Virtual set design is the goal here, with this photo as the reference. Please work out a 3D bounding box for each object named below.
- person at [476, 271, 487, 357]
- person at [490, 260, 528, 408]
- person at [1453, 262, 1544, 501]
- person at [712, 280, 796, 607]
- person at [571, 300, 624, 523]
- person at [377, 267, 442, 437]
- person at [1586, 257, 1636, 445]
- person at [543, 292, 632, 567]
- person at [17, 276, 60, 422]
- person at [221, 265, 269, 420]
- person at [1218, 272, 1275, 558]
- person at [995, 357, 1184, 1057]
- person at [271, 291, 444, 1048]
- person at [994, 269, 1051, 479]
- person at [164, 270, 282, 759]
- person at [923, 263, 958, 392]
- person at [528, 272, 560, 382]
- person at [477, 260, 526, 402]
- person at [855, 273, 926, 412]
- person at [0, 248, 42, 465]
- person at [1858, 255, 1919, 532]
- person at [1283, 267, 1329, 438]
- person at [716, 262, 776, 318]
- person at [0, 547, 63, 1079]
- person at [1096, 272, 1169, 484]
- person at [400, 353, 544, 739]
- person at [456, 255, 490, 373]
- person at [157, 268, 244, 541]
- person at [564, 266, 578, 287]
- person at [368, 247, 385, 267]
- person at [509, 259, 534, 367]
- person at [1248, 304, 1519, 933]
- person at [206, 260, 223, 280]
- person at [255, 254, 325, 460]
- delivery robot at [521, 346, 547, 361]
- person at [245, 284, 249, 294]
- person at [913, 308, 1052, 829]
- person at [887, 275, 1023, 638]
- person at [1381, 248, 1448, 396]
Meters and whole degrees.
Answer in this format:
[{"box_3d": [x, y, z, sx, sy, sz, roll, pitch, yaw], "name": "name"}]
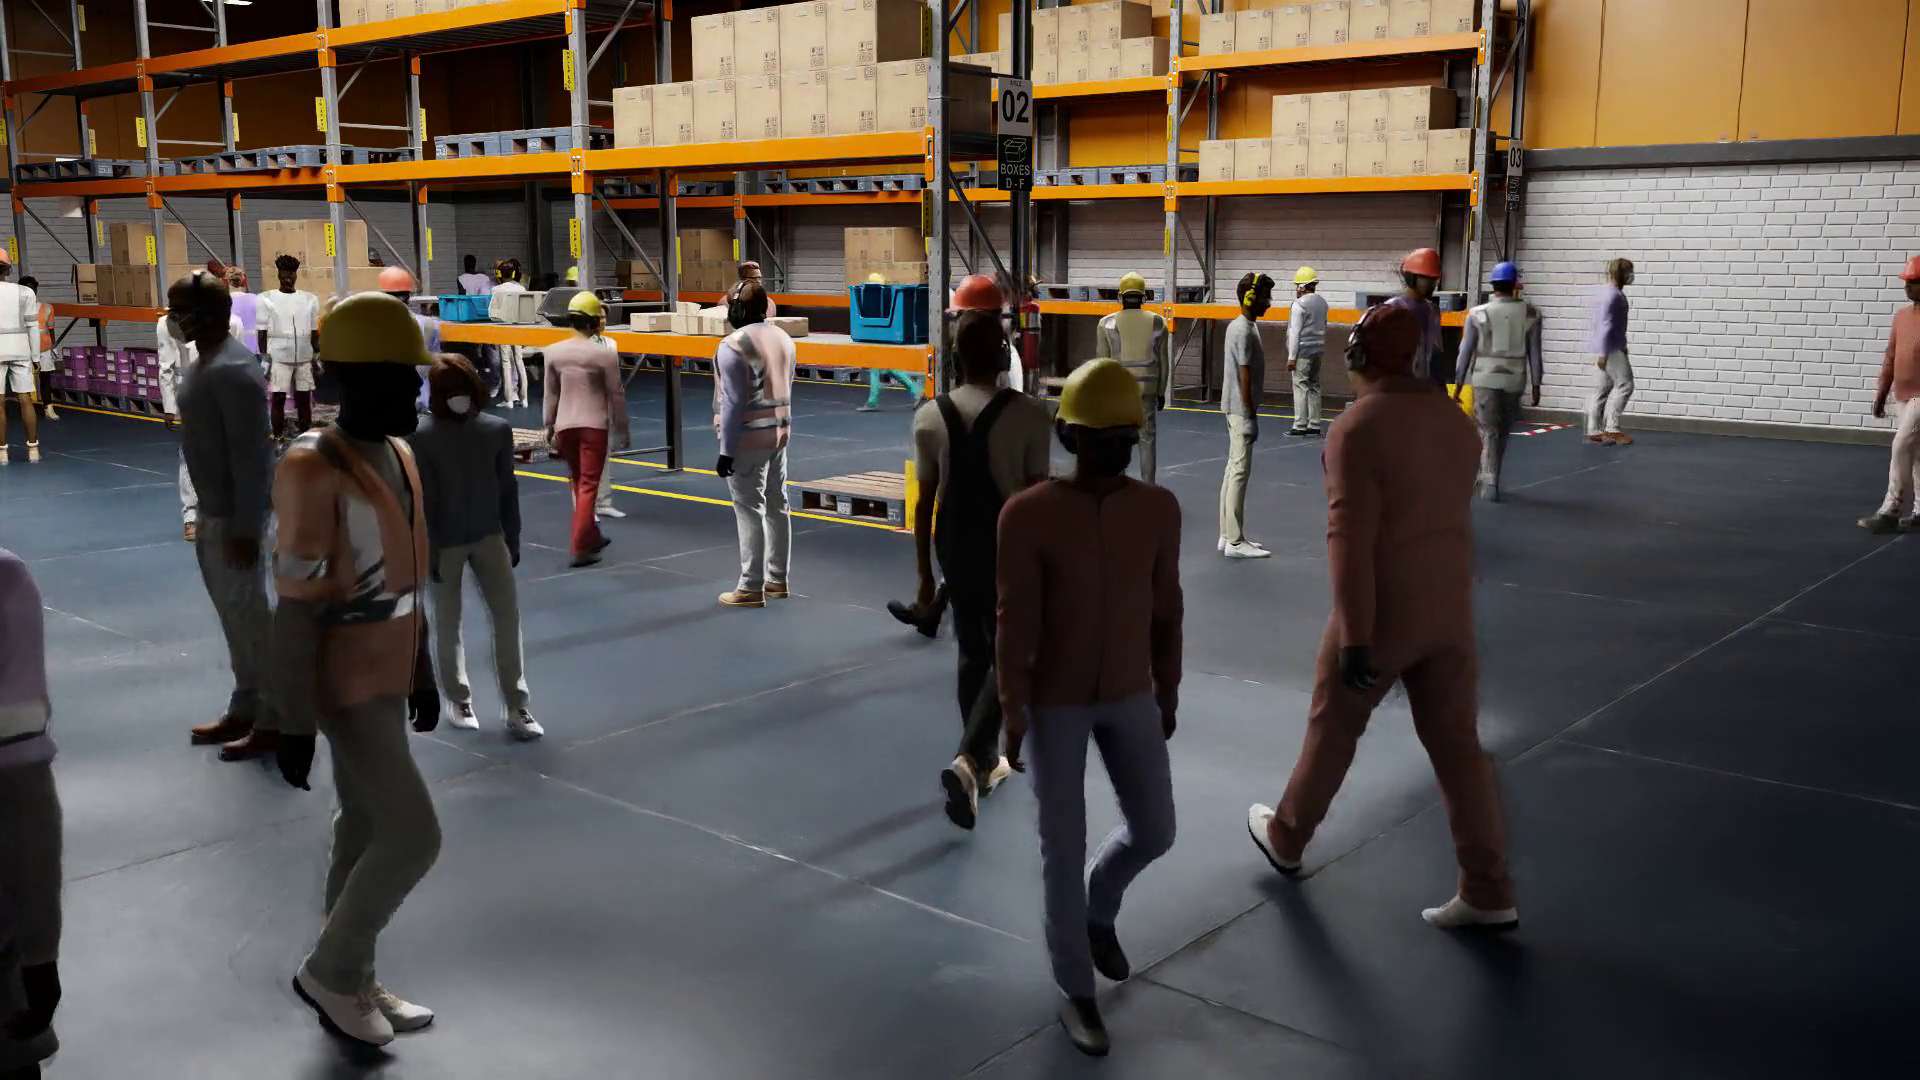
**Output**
[{"box_3d": [-8.799, -4.147, 30.650, 0.507, 1.603, 0.739, -4, 11, -23], "name": "person"}, {"box_3d": [-5.718, -2.599, 21.071, 0.310, 1.868, 0.532, 9, 14, 43], "name": "person"}, {"box_3d": [4.337, -1.290, 13.516, 0.647, 1.899, 0.802, 0, 10, 0], "name": "person"}, {"box_3d": [-1.181, -0.540, 9.423, 0.430, 1.845, 0.624, 5, 11, 28], "name": "person"}, {"box_3d": [-2.717, -0.952, 12.349, 0.312, 1.638, 0.521, 6, 11, 29], "name": "person"}, {"box_3d": [-3.915, -0.969, 11.750, 0.543, 1.894, 1.011, -6, 11, -29], "name": "person"}, {"box_3d": [6.746, -1.907, 16.973, 0.628, 1.920, 0.662, 5, 11, 25], "name": "person"}, {"box_3d": [-2.374, -0.726, 10.782, 0.535, 1.735, 0.769, 3, 10, 18], "name": "person"}, {"box_3d": [-10.850, -2.234, 19.482, 0.319, 1.696, 0.532, 9, 13, 41], "name": "person"}, {"box_3d": [-7.252, -1.831, 16.785, 0.388, 1.838, 0.564, 9, 13, 40], "name": "person"}, {"box_3d": [1.885, -0.821, 10.961, 0.329, 1.865, 0.518, 0, 10, 2], "name": "person"}, {"box_3d": [0.330, 0.408, 4.269, 0.549, 1.756, 0.456, -4, 11, -19], "name": "person"}, {"box_3d": [-1.484, 0.350, 4.145, 0.475, 1.912, 0.625, 0, 10, 2], "name": "person"}, {"box_3d": [0.400, -1.193, 13.067, 0.977, 1.866, 0.660, 6, 12, 32], "name": "person"}, {"box_3d": [-2.894, -0.095, 6.638, 0.456, 1.936, 0.652, -6, 12, -32], "name": "person"}, {"box_3d": [-0.176, -1.543, 14.858, 0.367, 1.939, 0.635, 1, 10, 7], "name": "person"}, {"box_3d": [-6.010, -3.051, 24.171, 0.610, 1.677, 0.548, 2, 10, 10], "name": "person"}, {"box_3d": [-6.089, -2.785, 22.140, 0.661, 1.869, 0.737, -4, 11, -20], "name": "person"}, {"box_3d": [-0.857, -2.440, 20.587, 0.819, 1.724, 0.561, 0, 10, -1], "name": "person"}, {"box_3d": [-8.940, -1.720, 15.565, 0.608, 2.044, 0.370, -8, 13, -40], "name": "person"}, {"box_3d": [6.720, -1.036, 11.868, 0.841, 1.965, 0.658, -1, 10, -6], "name": "person"}, {"box_3d": [3.696, -2.002, 17.816, 0.404, 1.824, 0.586, 9, 13, 42], "name": "person"}, {"box_3d": [-1.918, -1.590, 15.257, 0.635, 1.900, 0.401, -8, 13, -38], "name": "person"}, {"box_3d": [-1.723, 0.605, 2.675, 0.542, 1.919, 0.504, -4, 11, -23], "name": "person"}, {"box_3d": [1.360, -1.201, 13.213, 0.590, 1.833, 0.404, -1, 10, -7], "name": "person"}, {"box_3d": [-1.999, 0.039, 6.815, 0.512, 1.595, 0.709, -7, 12, -36], "name": "person"}, {"box_3d": [-7.899, -3.676, 27.069, 0.372, 1.914, 0.597, 8, 13, 38], "name": "person"}, {"box_3d": [-5.254, -0.943, 11.600, 0.577, 1.881, 0.349, -7, 12, -36], "name": "person"}, {"box_3d": [-5.171, -2.807, 22.524, 0.634, 1.785, 0.910, 1, 10, 5], "name": "person"}, {"box_3d": [-8.356, -3.145, 23.687, 0.690, 2.000, 0.538, 5, 11, 26], "name": "person"}, {"box_3d": [-7.571, -3.869, 28.378, 0.624, 1.845, 0.430, -2, 10, -14], "name": "person"}, {"box_3d": [1.302, 0.226, 5.055, 0.680, 1.852, 1.036, -6, 12, -32], "name": "person"}, {"box_3d": [-10.350, -2.984, 23.284, 0.650, 1.869, 0.581, 10, 14, 43], "name": "person"}, {"box_3d": [-6.440, -1.757, 16.017, 0.603, 1.958, 0.381, -8, 13, -39], "name": "person"}, {"box_3d": [-7.284, -3.231, 28.141, 0.707, 0.478, 0.477, 1, 10, 5], "name": "delivery robot"}, {"box_3d": [-9.624, -2.697, 22.293, 0.499, 1.633, 0.281, -5, 11, -28], "name": "person"}, {"box_3d": [0.064, 0.092, 5.891, 0.516, 1.819, 0.796, 4, 11, 22], "name": "person"}, {"box_3d": [0.084, -0.379, 8.383, 0.996, 1.879, 0.566, 2, 10, 14], "name": "person"}, {"box_3d": [3.248, -1.040, 11.758, 0.627, 2.012, 0.763, -8, 13, -40], "name": "person"}]
